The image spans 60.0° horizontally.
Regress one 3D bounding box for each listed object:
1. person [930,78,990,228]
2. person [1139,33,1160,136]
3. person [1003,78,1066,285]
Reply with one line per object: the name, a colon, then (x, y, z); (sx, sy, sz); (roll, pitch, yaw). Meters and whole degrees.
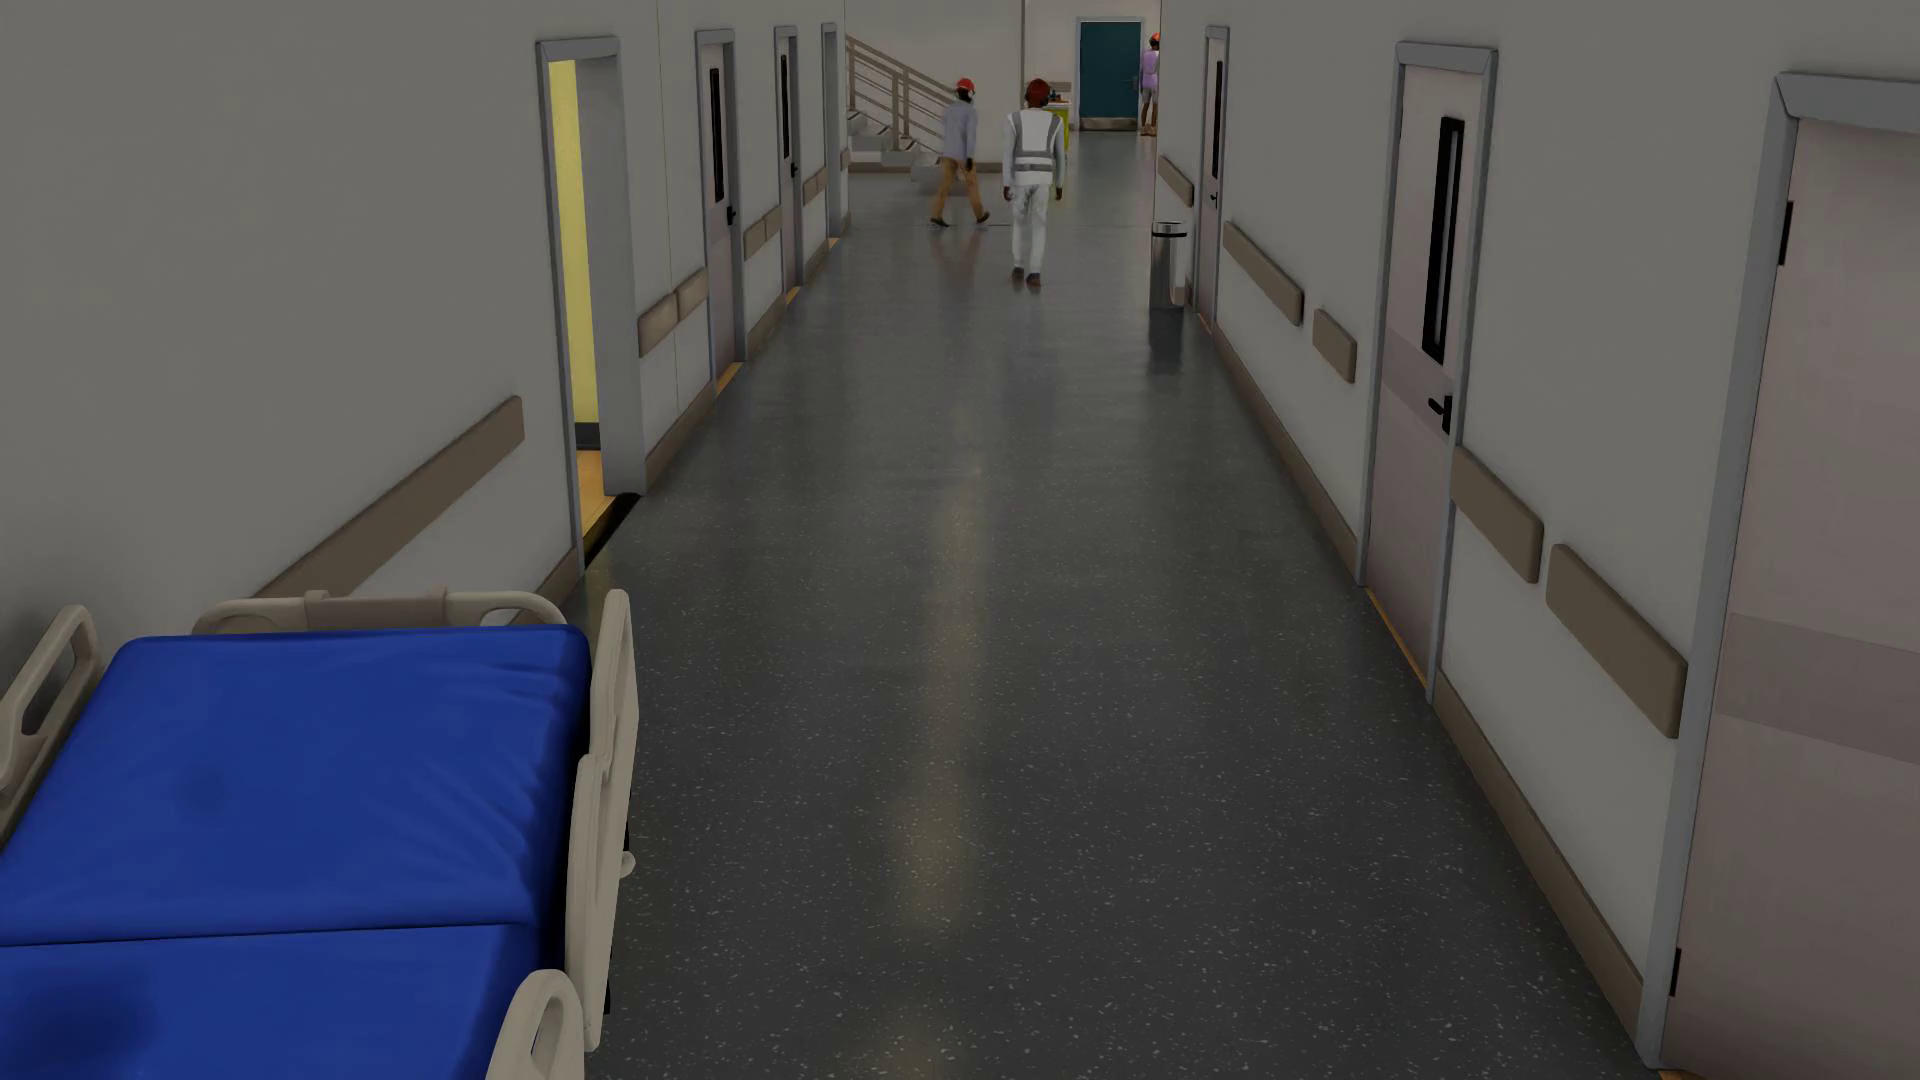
person: (0.002, -4.512, 19.433); (0.590, 1.699, 0.921); (16, 24, 41)
person: (3.903, -9.182, 33.573); (0.622, 2.028, 0.410); (13, 22, 36)
person: (0.686, -3.318, 15.421); (0.595, 1.848, 0.707); (0, 18, -2)
